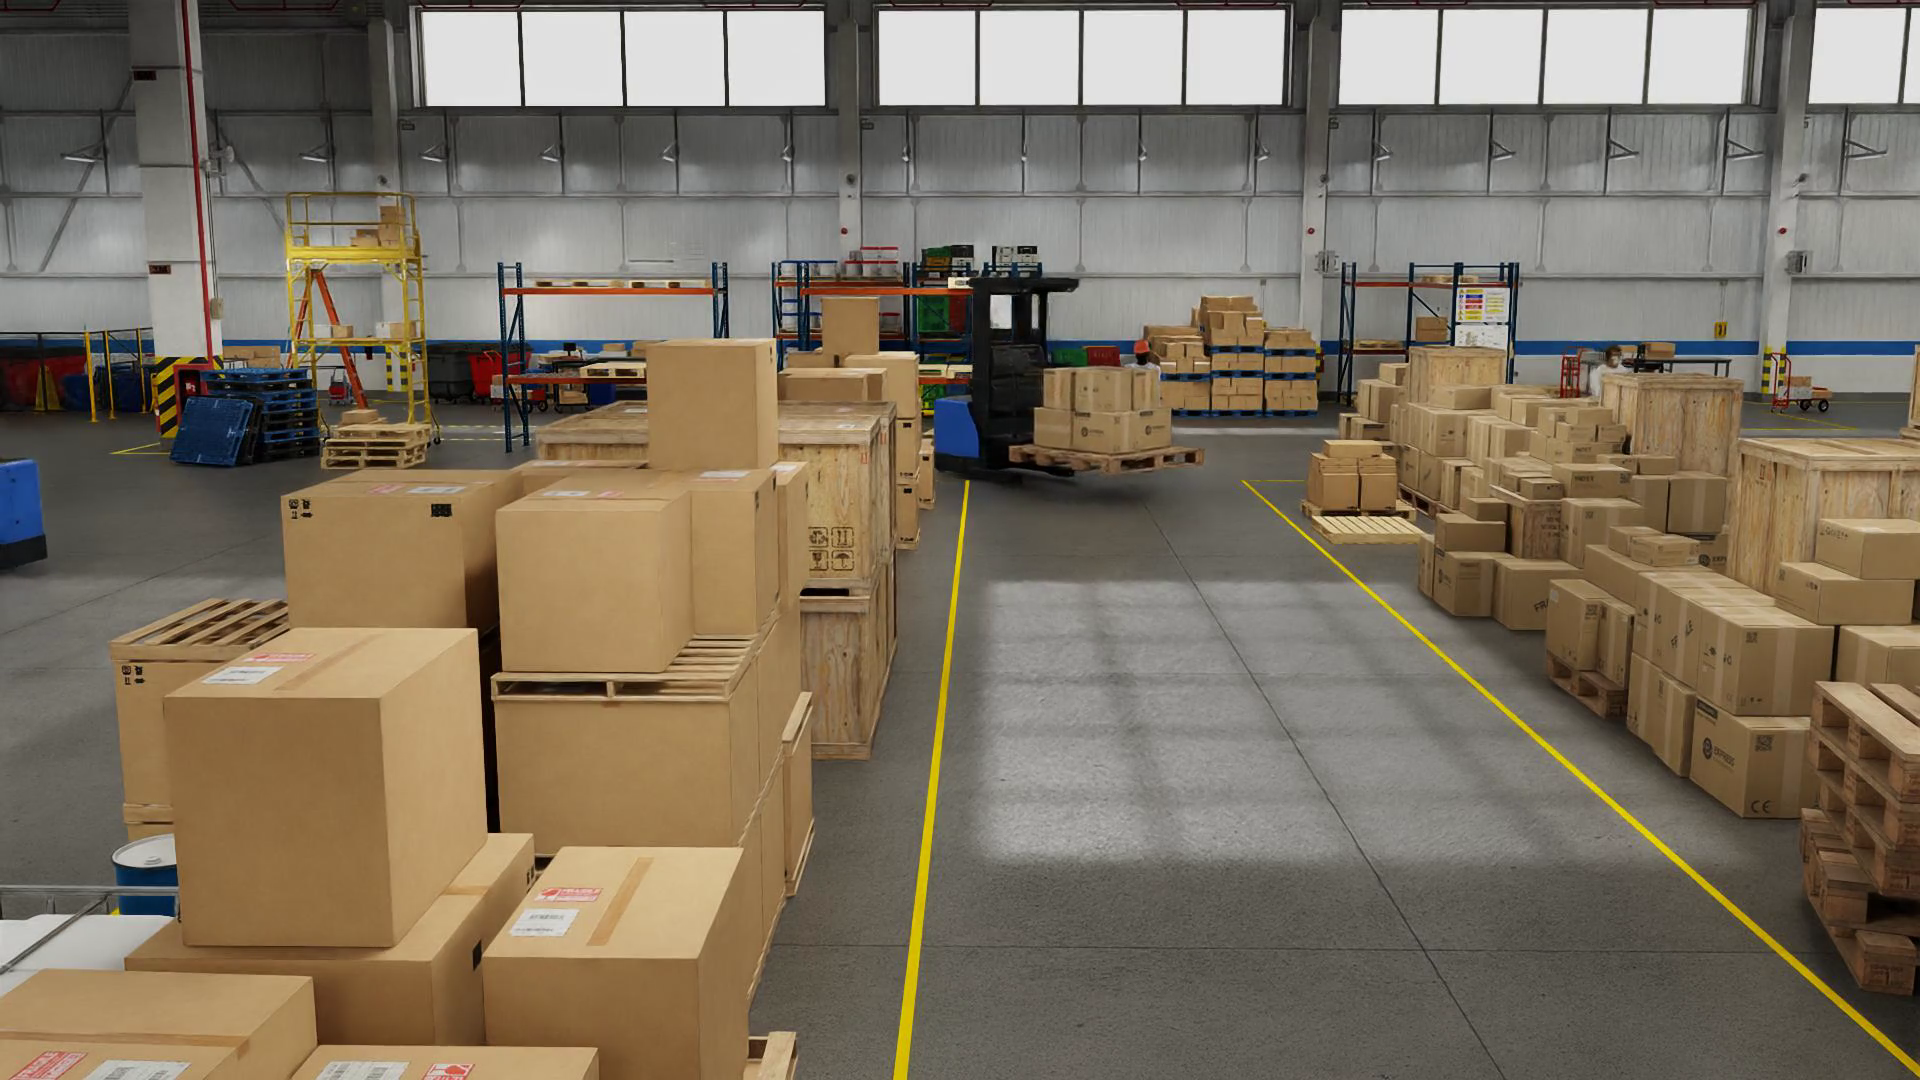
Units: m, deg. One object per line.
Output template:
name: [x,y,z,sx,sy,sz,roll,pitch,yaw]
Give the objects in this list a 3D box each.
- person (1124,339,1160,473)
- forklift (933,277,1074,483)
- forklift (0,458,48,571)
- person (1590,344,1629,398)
person: [2.605,-1.930,24.023,0.551,1.932,0.378,2,10,13]
forklift: [0.565,-2.304,23.436,1.129,2.768,1.873,-8,12,-40]
forklift: [-10.138,-1.086,16.139,1.873,2.768,1.129,1,10,6]
person: [8.919,-1.702,22.694,0.666,1.921,0.631,-3,10,-20]
